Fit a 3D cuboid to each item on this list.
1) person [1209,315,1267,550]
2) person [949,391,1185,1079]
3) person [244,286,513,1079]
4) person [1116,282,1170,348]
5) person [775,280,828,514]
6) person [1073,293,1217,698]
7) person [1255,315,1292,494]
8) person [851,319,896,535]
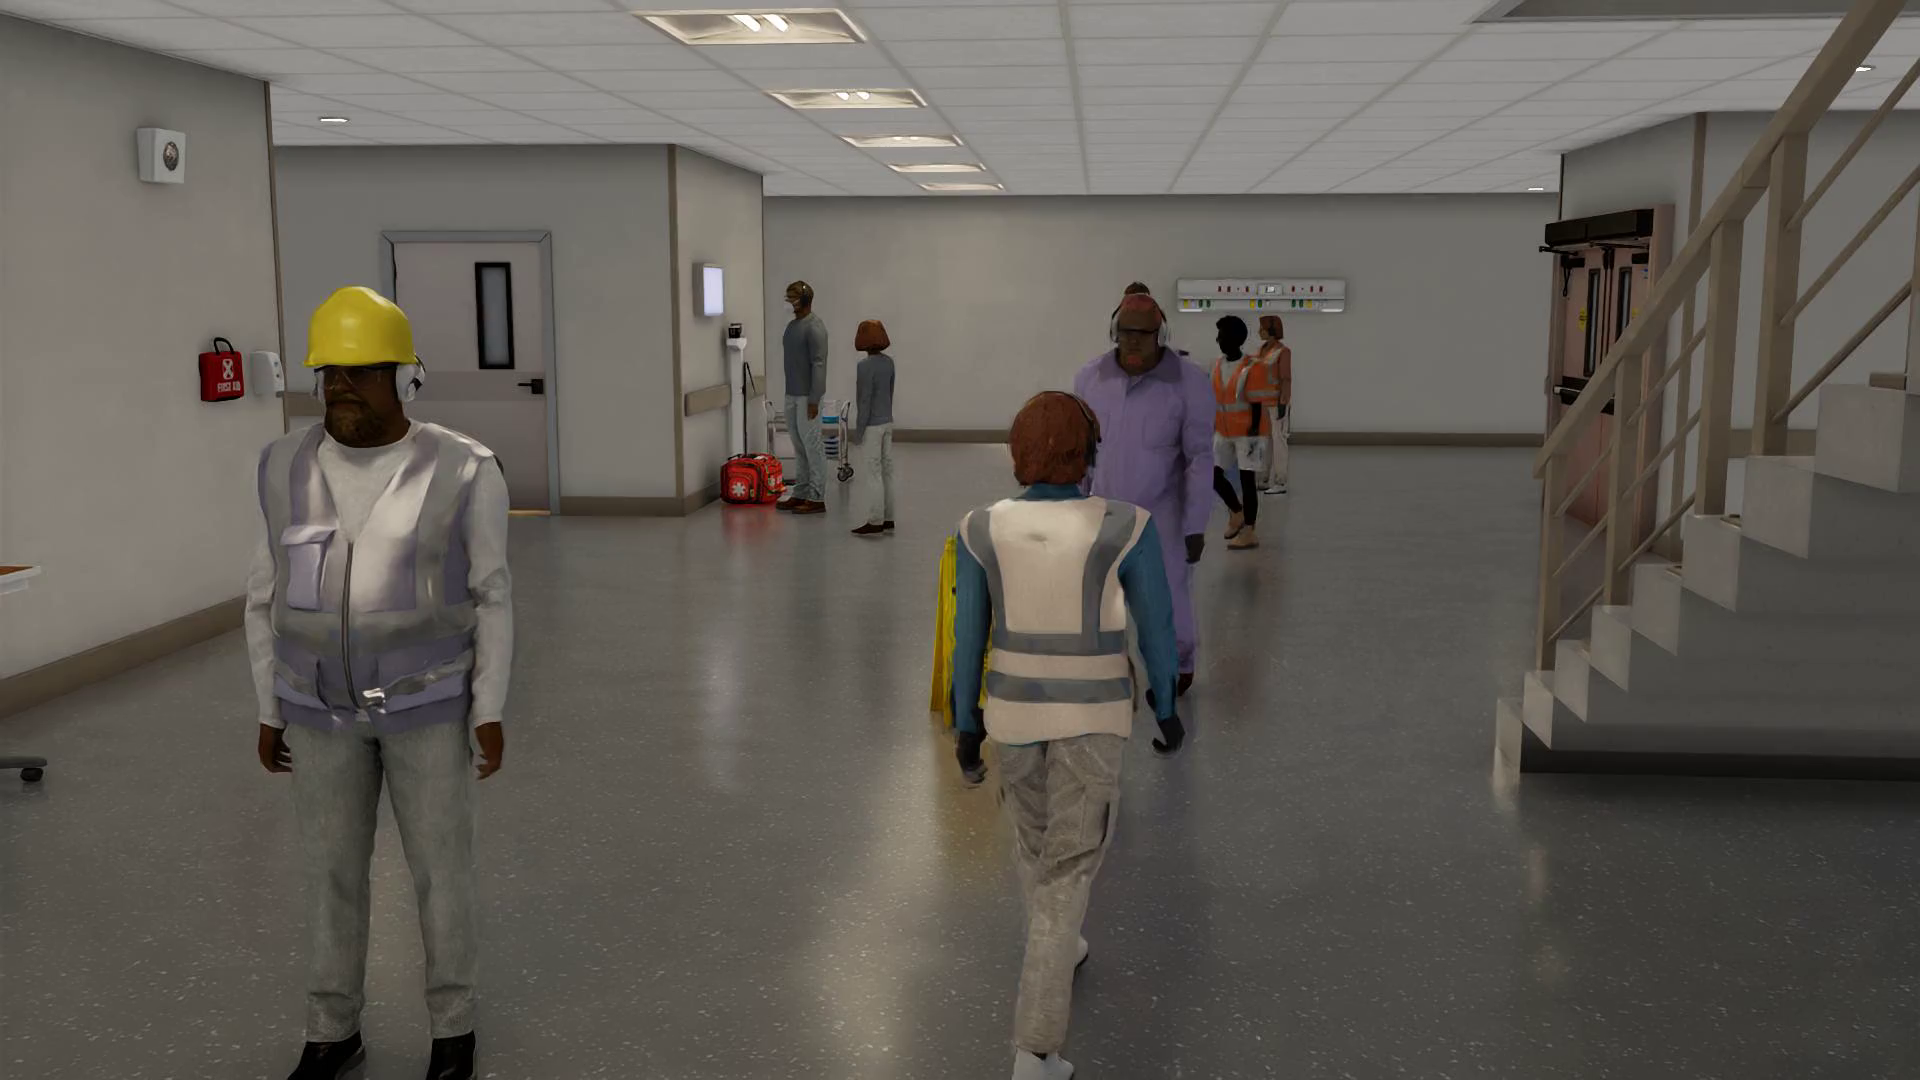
[{"bbox_3d":[1.976,-0.761,11.866,0.385,1.679,0.544,-7,11,-40],"label":"person"},{"bbox_3d":[0.238,0.443,3.978,0.520,1.590,0.878,4,9,24],"label":"person"},{"bbox_3d":[-1.310,0.356,3.747,0.587,1.833,0.403,0,8,-2],"label":"person"},{"bbox_3d":[1.507,-1.185,13.924,0.371,1.932,0.622,-5,10,-30],"label":"person"},{"bbox_3d":[-1.309,-1.186,13.873,0.372,1.940,0.630,-5,10,-29],"label":"person"},{"bbox_3d":[0.777,-0.137,7.150,0.674,1.839,1.035,3,9,22],"label":"person"},{"bbox_3d":[2.853,-1.240,15.260,0.315,1.636,0.515,-4,9,-23],"label":"person"},{"bbox_3d":[-0.660,-0.855,12.652,0.280,1.634,0.498,4,9,24],"label":"person"}]
